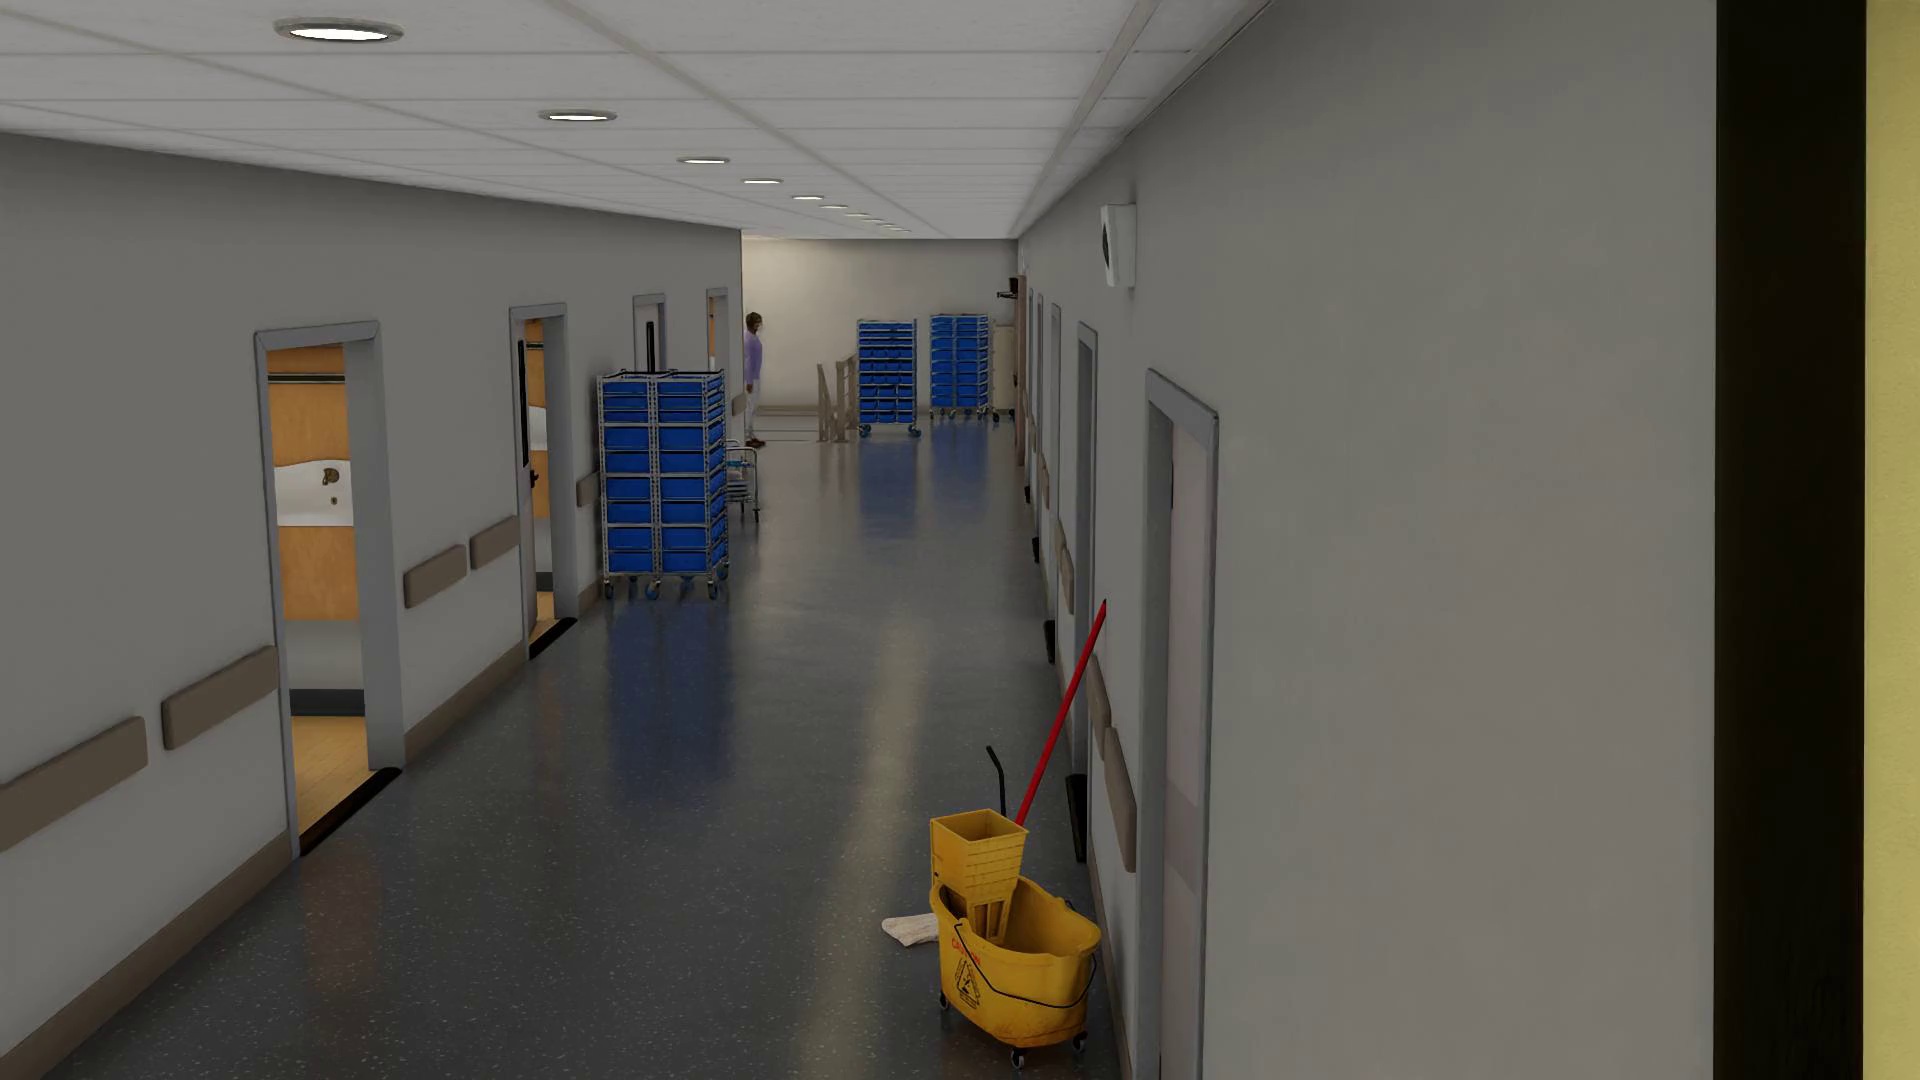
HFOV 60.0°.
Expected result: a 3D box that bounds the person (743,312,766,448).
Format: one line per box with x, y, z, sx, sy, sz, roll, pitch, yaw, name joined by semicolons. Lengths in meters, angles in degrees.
-2.963;-2.271;23.612;0.368;1.931;0.632;1;10;5;person
